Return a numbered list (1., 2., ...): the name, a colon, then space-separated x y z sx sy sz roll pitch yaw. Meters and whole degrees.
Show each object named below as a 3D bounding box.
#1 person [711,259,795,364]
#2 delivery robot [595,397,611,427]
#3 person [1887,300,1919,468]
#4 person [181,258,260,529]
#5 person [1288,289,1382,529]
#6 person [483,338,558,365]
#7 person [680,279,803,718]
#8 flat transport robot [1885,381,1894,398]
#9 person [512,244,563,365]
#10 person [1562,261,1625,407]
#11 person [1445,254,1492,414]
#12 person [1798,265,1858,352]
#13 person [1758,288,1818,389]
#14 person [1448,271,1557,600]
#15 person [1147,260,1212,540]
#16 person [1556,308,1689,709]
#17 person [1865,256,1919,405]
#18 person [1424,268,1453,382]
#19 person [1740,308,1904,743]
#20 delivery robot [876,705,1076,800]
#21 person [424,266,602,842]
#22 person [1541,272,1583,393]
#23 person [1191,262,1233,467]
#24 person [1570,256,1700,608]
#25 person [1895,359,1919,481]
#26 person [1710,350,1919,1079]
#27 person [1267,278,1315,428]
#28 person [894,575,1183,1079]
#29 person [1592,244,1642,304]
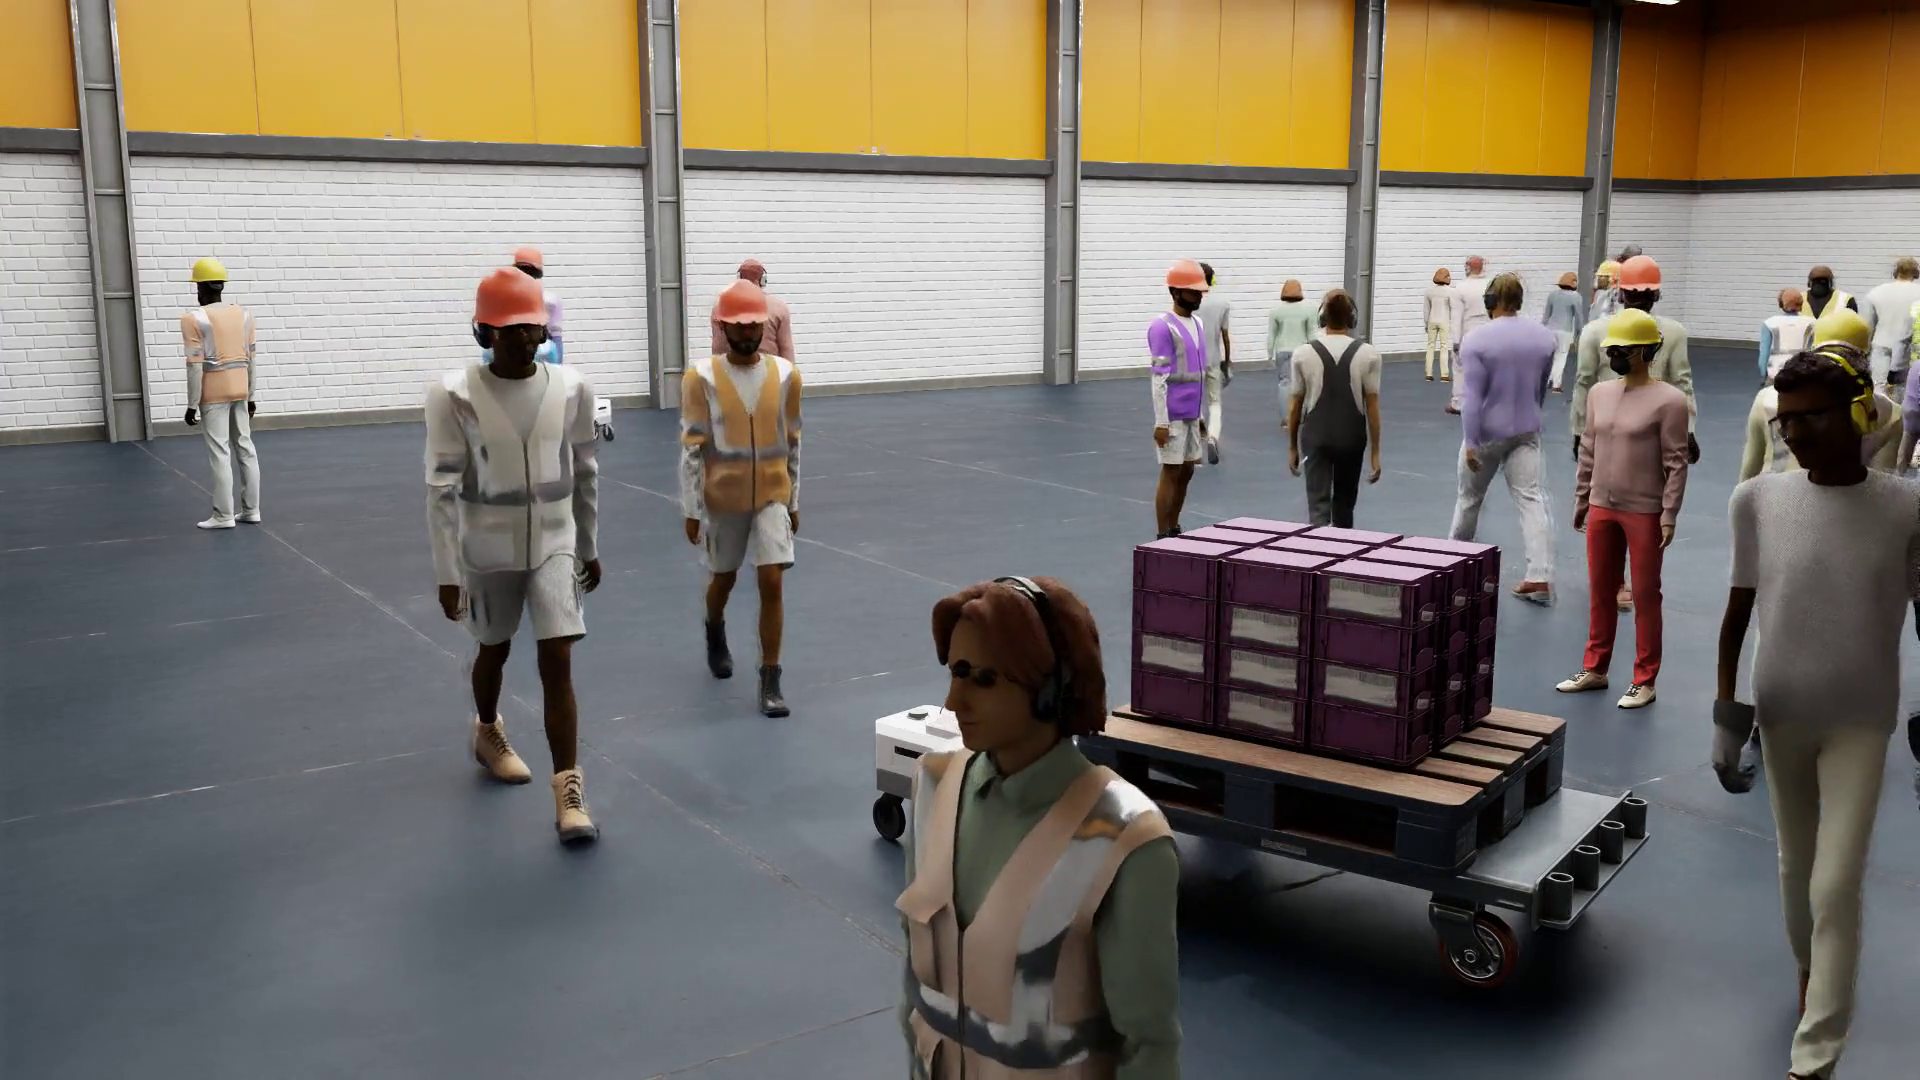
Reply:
1. person: -1.620 -1.256 13.131 0.653 1.904 0.405 1 10 4
2. delivery robot: -3.817 -1.296 16.795 0.477 0.478 0.707 3 11 15
3. person: 8.905 -1.564 15.174 0.973 1.790 0.651 -6 12 -29
4. person: -5.273 -1.035 11.859 0.366 1.927 0.585 5 11 25
5. person: 2.119 -0.517 9.416 0.521 1.795 0.990 2 11 11
6. person: -3.061 -0.871 11.636 0.538 1.679 0.703 -1 10 -5
7. person: -0.991 -0.218 7.472 0.555 1.908 0.900 -4 11 -19
8. flat transport robot: 12.024 -1.945 21.391 0.652 0.197 1.431 0 10 -3
9. person: -3.640 -1.472 14.019 0.603 2.020 0.903 -2 10 -9
10. person: 7.886 -2.502 20.293 0.937 1.789 0.603 0 10 0
11. person: 5.986 -2.367 19.288 0.643 1.879 0.779 -2 11 -11
12. person: 8.284 -1.739 16.033 0.651 1.818 0.604 8 13 36
13. person: 7.643 -1.517 15.408 0.520 1.599 0.848 3 11 16
14. person: 3.163 -0.613 9.696 0.638 1.886 1.048 -2 11 -13
15. person: 1.415 -0.812 10.681 0.484 1.938 0.565 7 13 35
16. person: 2.941 -0.136 7.376 0.326 1.767 0.533 -6 12 -30
17. person: 9.527 -1.941 16.962 0.637 1.894 1.031 8 13 38
18. person: 6.908 -3.090 23.933 0.497 1.633 0.284 9 14 41
19. person: 3.522 -0.054 6.869 0.583 1.797 0.912 5 12 26
20. delivery robot: 0.046 0.741 5.627 0.707 0.478 0.477 9 14 41
21. person: -1.587 0.022 5.968 0.646 1.985 1.077 -5 12 -27
22. person: 8.037 -2.770 22.226 0.449 1.609 0.560 -8 13 -38
23. person: 2.177 -1.563 14.936 0.555 1.855 0.539 0 10 1
24. person: 3.821 -0.603 9.356 0.631 1.962 0.754 -1 10 -8
25. person: 4.715 -0.270 7.802 0.604 1.884 0.969 4 11 20
26. person: 2.139 0.446 4.080 0.549 1.820 0.939 8 13 37
27. person: 3.608 -2.037 18.163 0.520 1.620 0.341 2 10 9
28. person: 0.095 0.847 2.352 0.309 1.640 0.523 -9 14 -41
29. person: 9.166 -3.129 23.027 0.741 2.000 0.828 -2 11 -11
